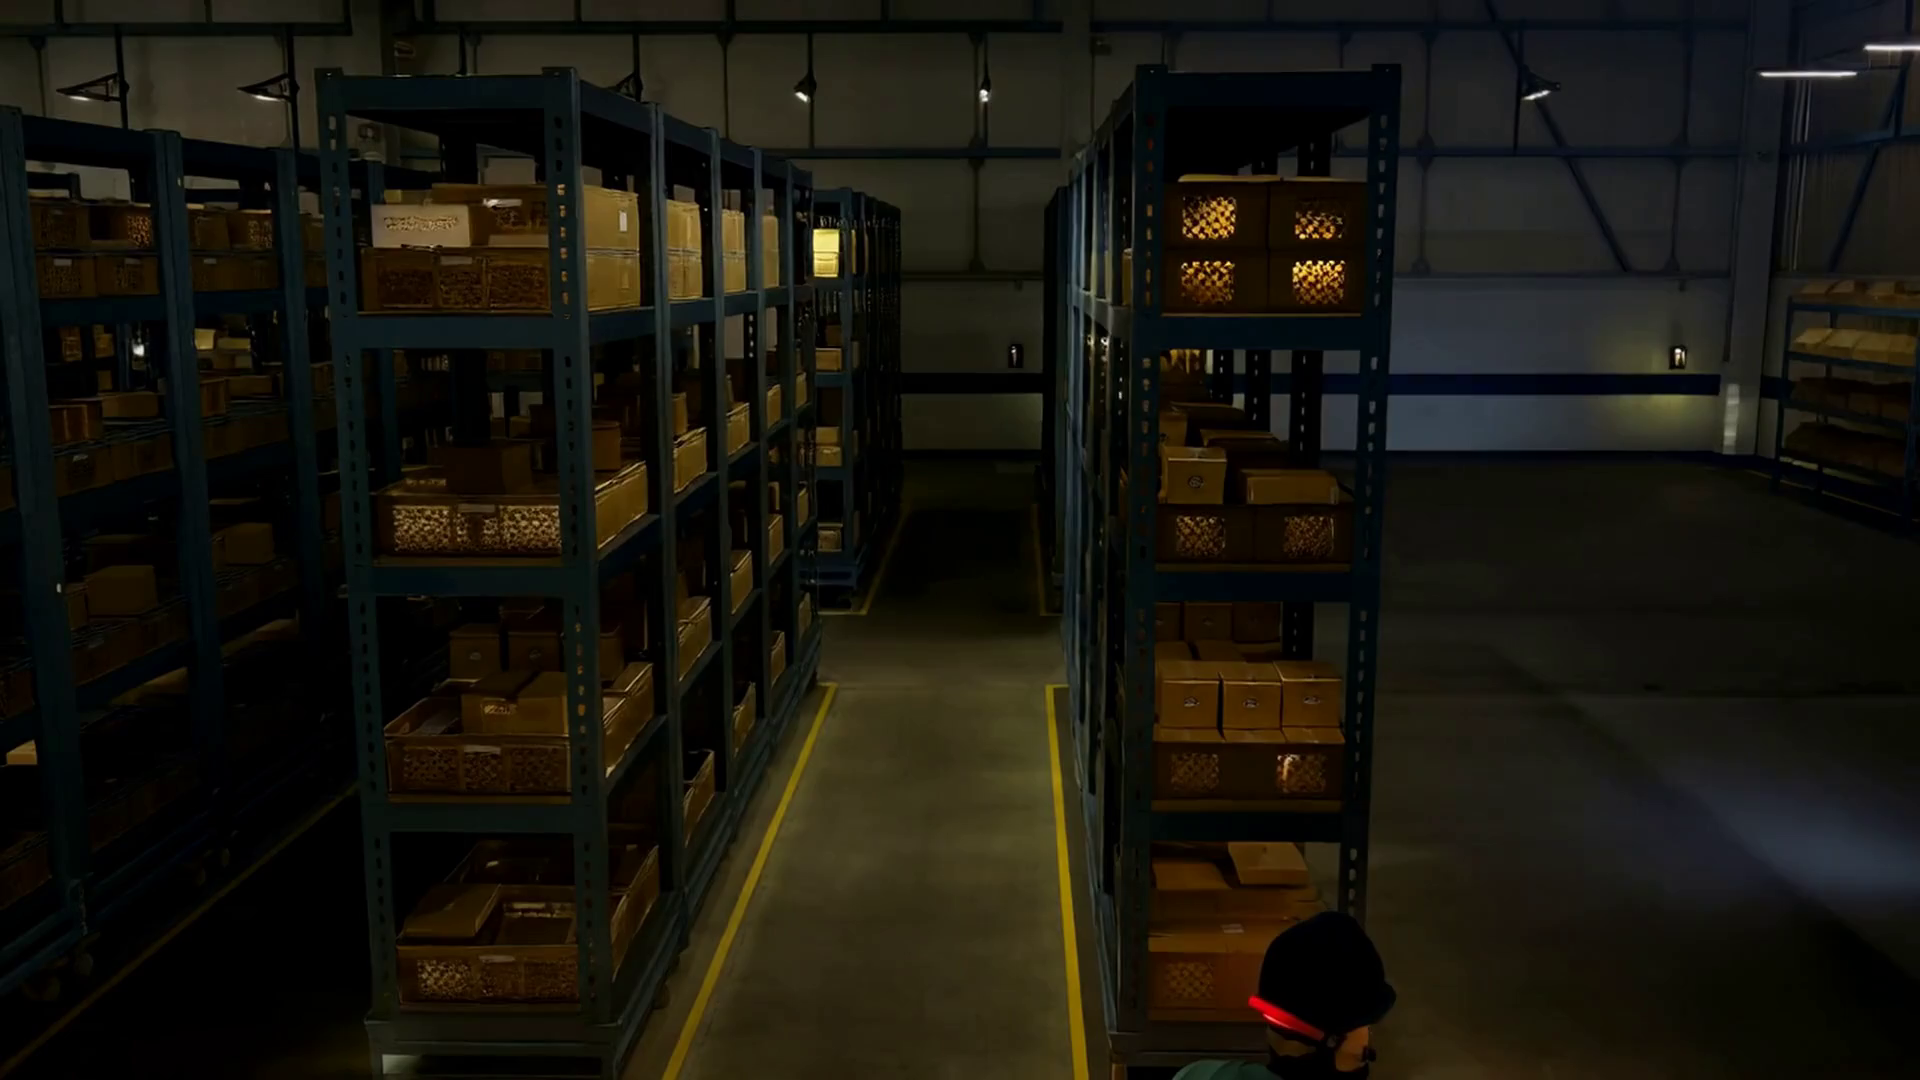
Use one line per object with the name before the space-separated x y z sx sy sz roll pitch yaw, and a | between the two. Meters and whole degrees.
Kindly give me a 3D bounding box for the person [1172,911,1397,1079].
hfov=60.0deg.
person | 0.660 1.590 3.175 0.600 1.831 0.404 9 13 41
